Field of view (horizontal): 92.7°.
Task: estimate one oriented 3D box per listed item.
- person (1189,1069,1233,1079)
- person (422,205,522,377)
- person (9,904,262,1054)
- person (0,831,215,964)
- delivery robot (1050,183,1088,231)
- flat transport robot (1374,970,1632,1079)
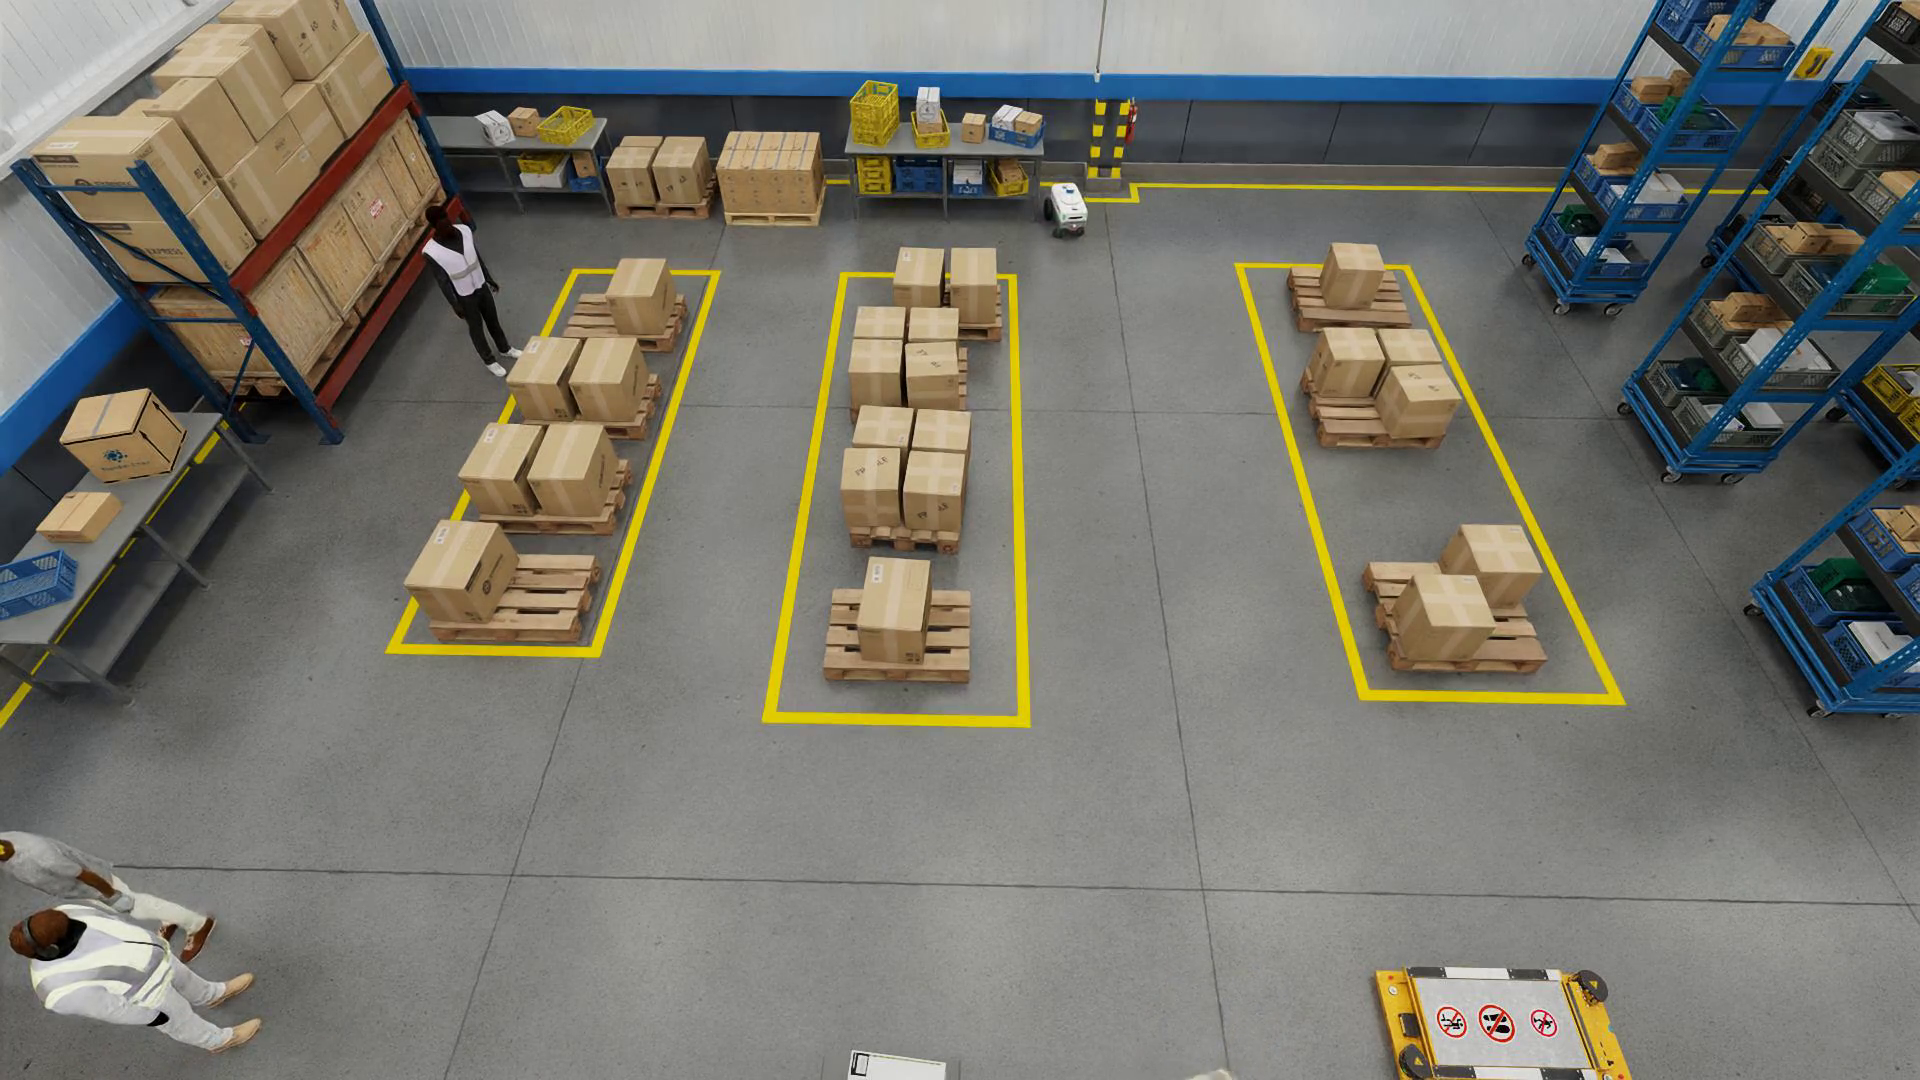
[{"bbox_3d":[1.136,3.190,4.894,0.623,1.793,0.476,-22,54,-17],"label":"person"},{"bbox_3d":[-5.101,-2.605,9.536,0.375,1.917,0.592,17,53,13],"label":"person"},{"bbox_3d":[-4.802,2.565,5.380,0.431,1.835,0.624,-27,56,-20],"label":"person"},{"bbox_3d":[-5.420,2.176,5.683,0.519,1.856,0.348,10,51,8],"label":"person"},{"bbox_3d":[1.392,-4.284,11.720,0.477,0.478,0.707,-7,51,-6],"label":"delivery robot"},{"bbox_3d":[3.501,3.133,5.914,1.431,0.197,0.652,1,51,1],"label":"flat transport robot"}]
